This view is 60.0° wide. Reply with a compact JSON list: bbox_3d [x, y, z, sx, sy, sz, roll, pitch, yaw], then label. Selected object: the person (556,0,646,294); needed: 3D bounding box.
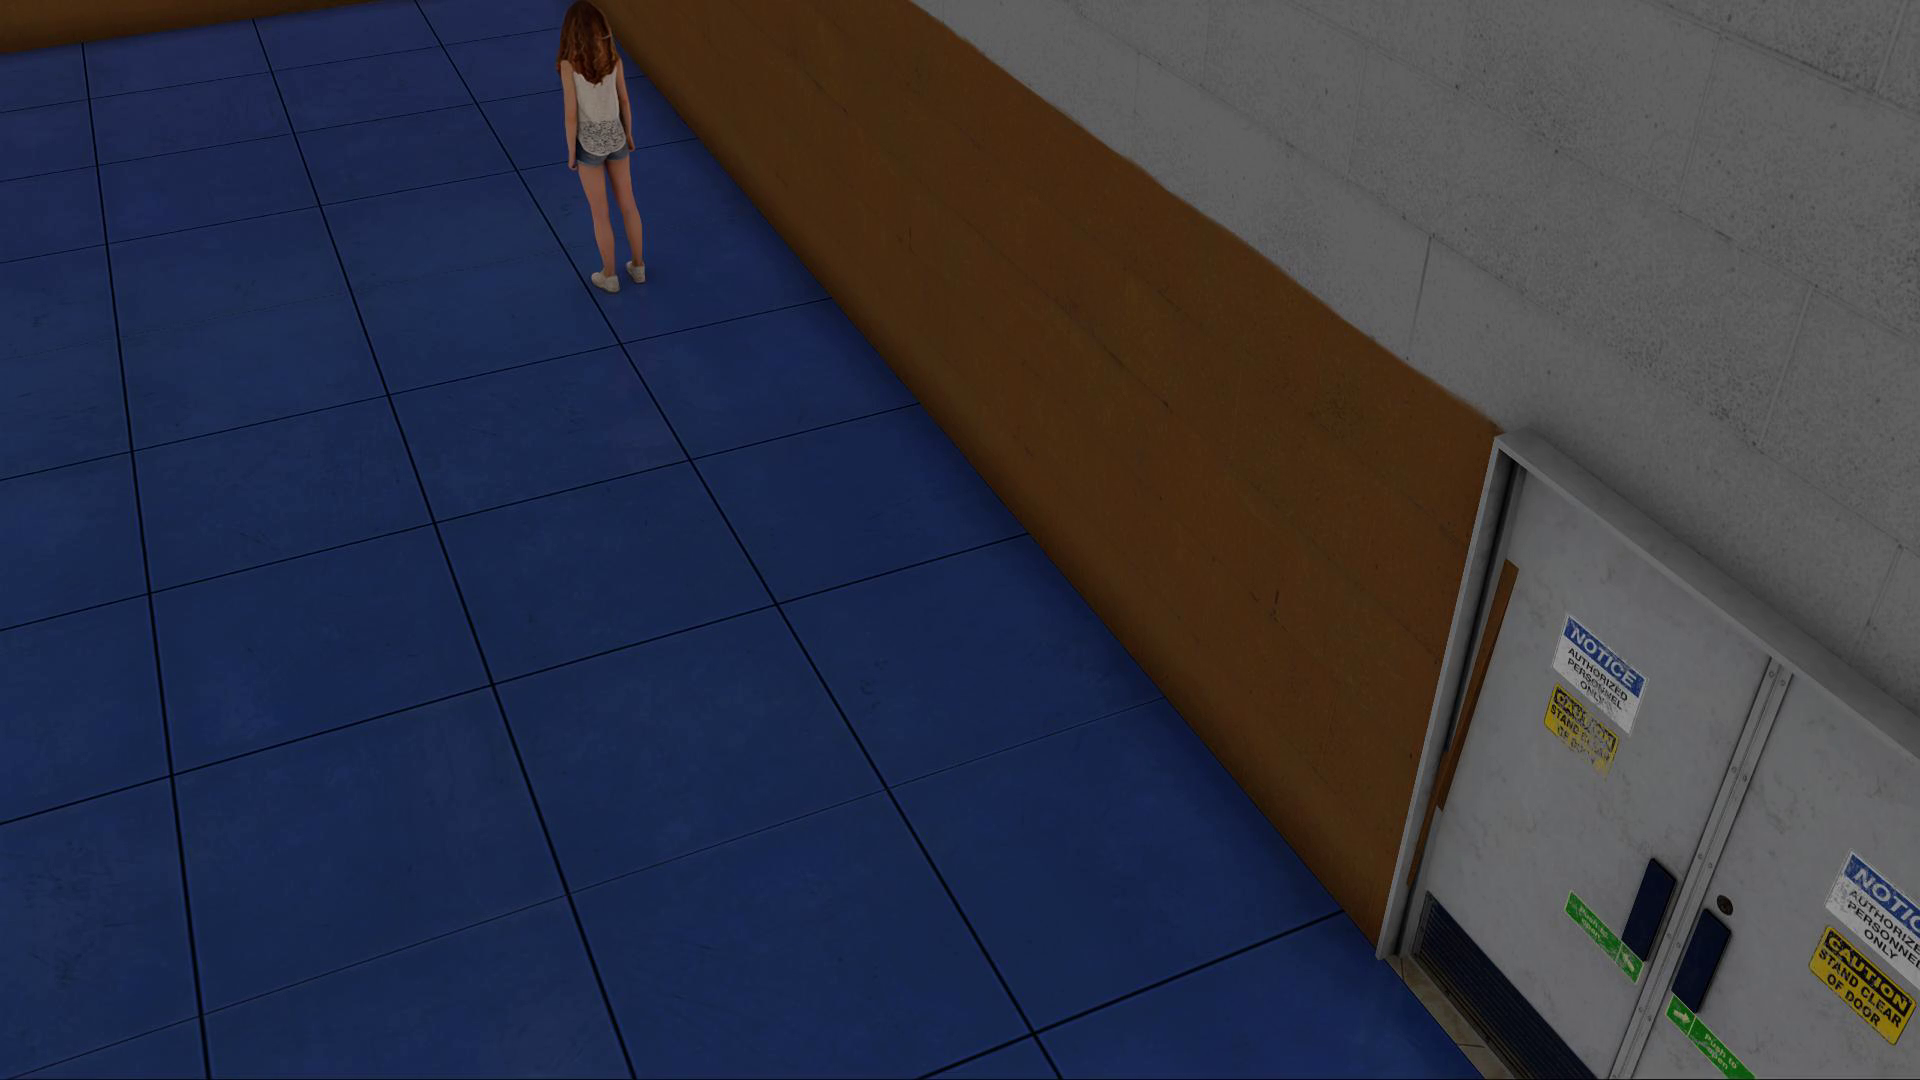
[{"bbox_3d":[-2.108,-2.309,9.832,0.518,1.759,0.681,-24,43,-29],"label":"person"}]
